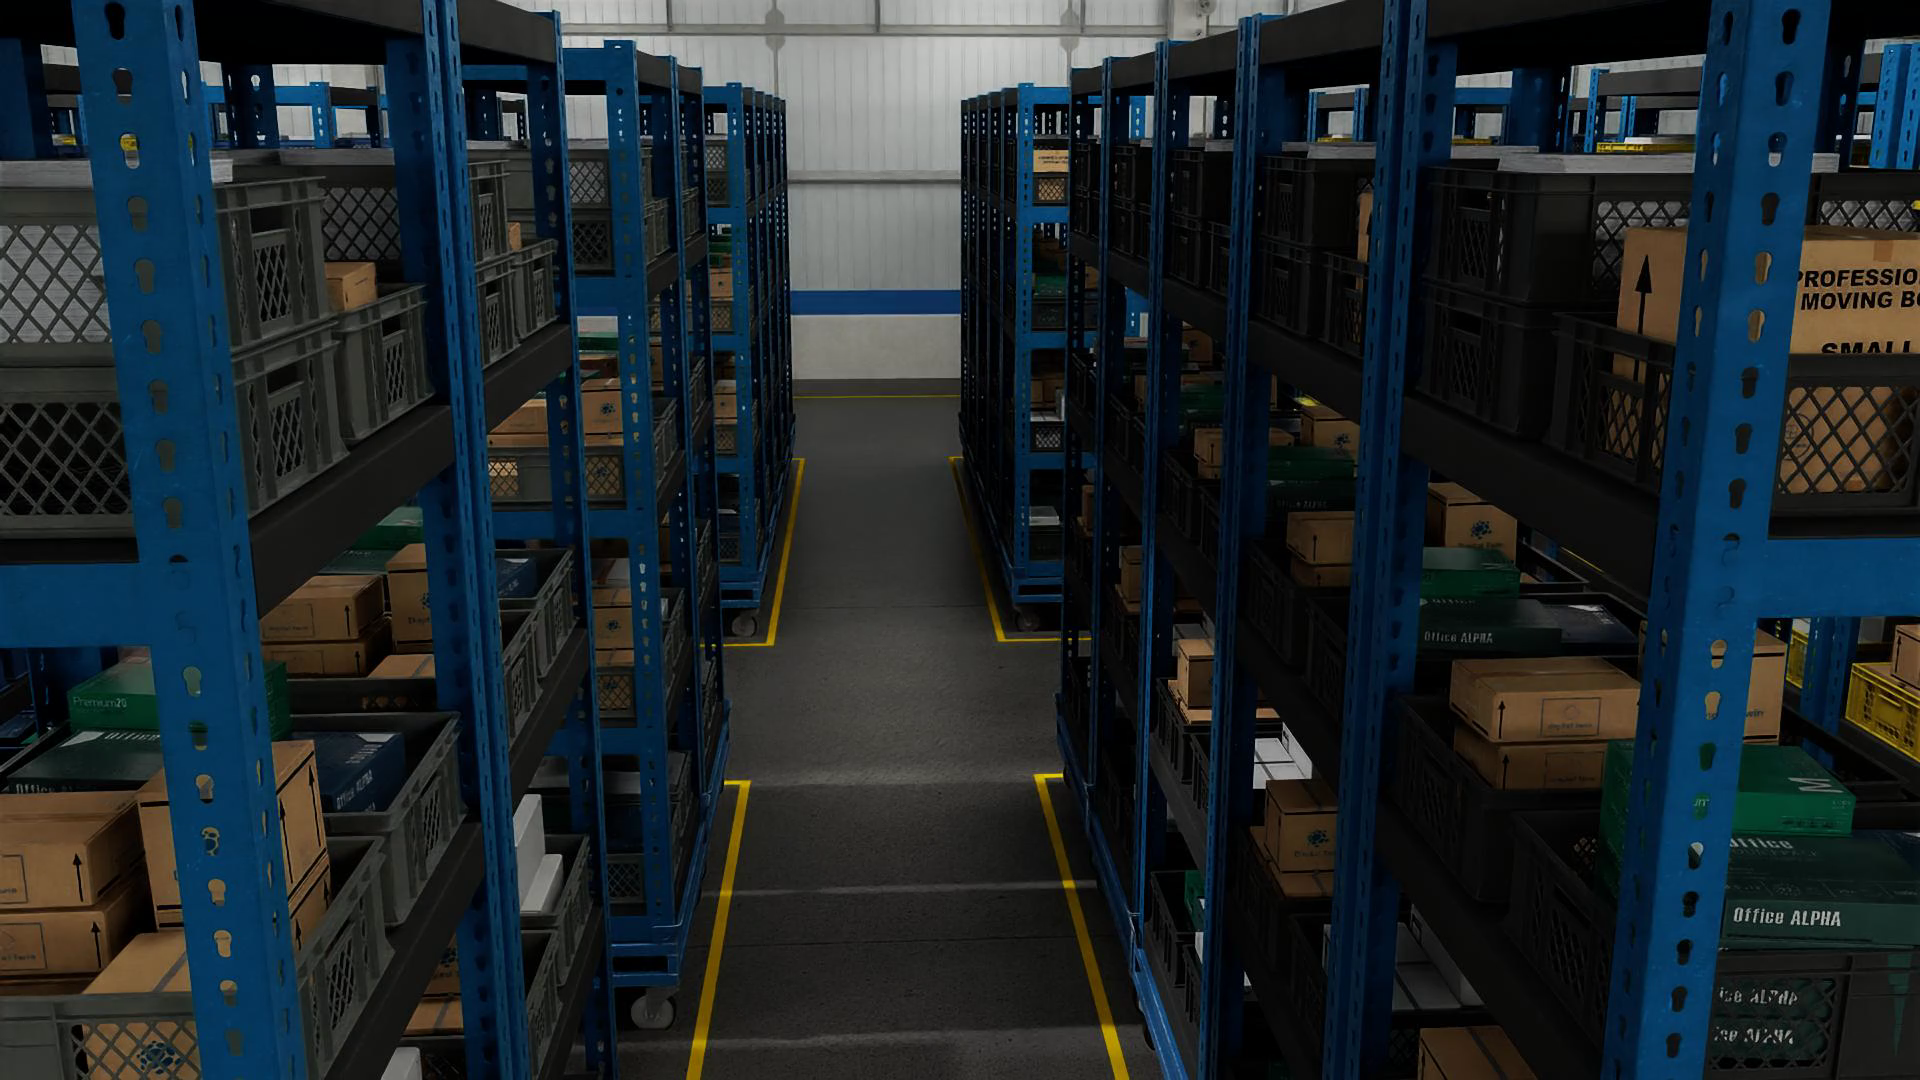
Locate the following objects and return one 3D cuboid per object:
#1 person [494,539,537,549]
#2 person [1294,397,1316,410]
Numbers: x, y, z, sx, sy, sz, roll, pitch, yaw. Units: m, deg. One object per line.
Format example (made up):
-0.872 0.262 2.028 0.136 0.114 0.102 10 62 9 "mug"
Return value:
-2.300 0.273 8.548 0.393 1.989 0.626 5 15 21 "person"
1.930 0.085 9.619 0.590 1.837 0.404 -10 17 -35 "person"
